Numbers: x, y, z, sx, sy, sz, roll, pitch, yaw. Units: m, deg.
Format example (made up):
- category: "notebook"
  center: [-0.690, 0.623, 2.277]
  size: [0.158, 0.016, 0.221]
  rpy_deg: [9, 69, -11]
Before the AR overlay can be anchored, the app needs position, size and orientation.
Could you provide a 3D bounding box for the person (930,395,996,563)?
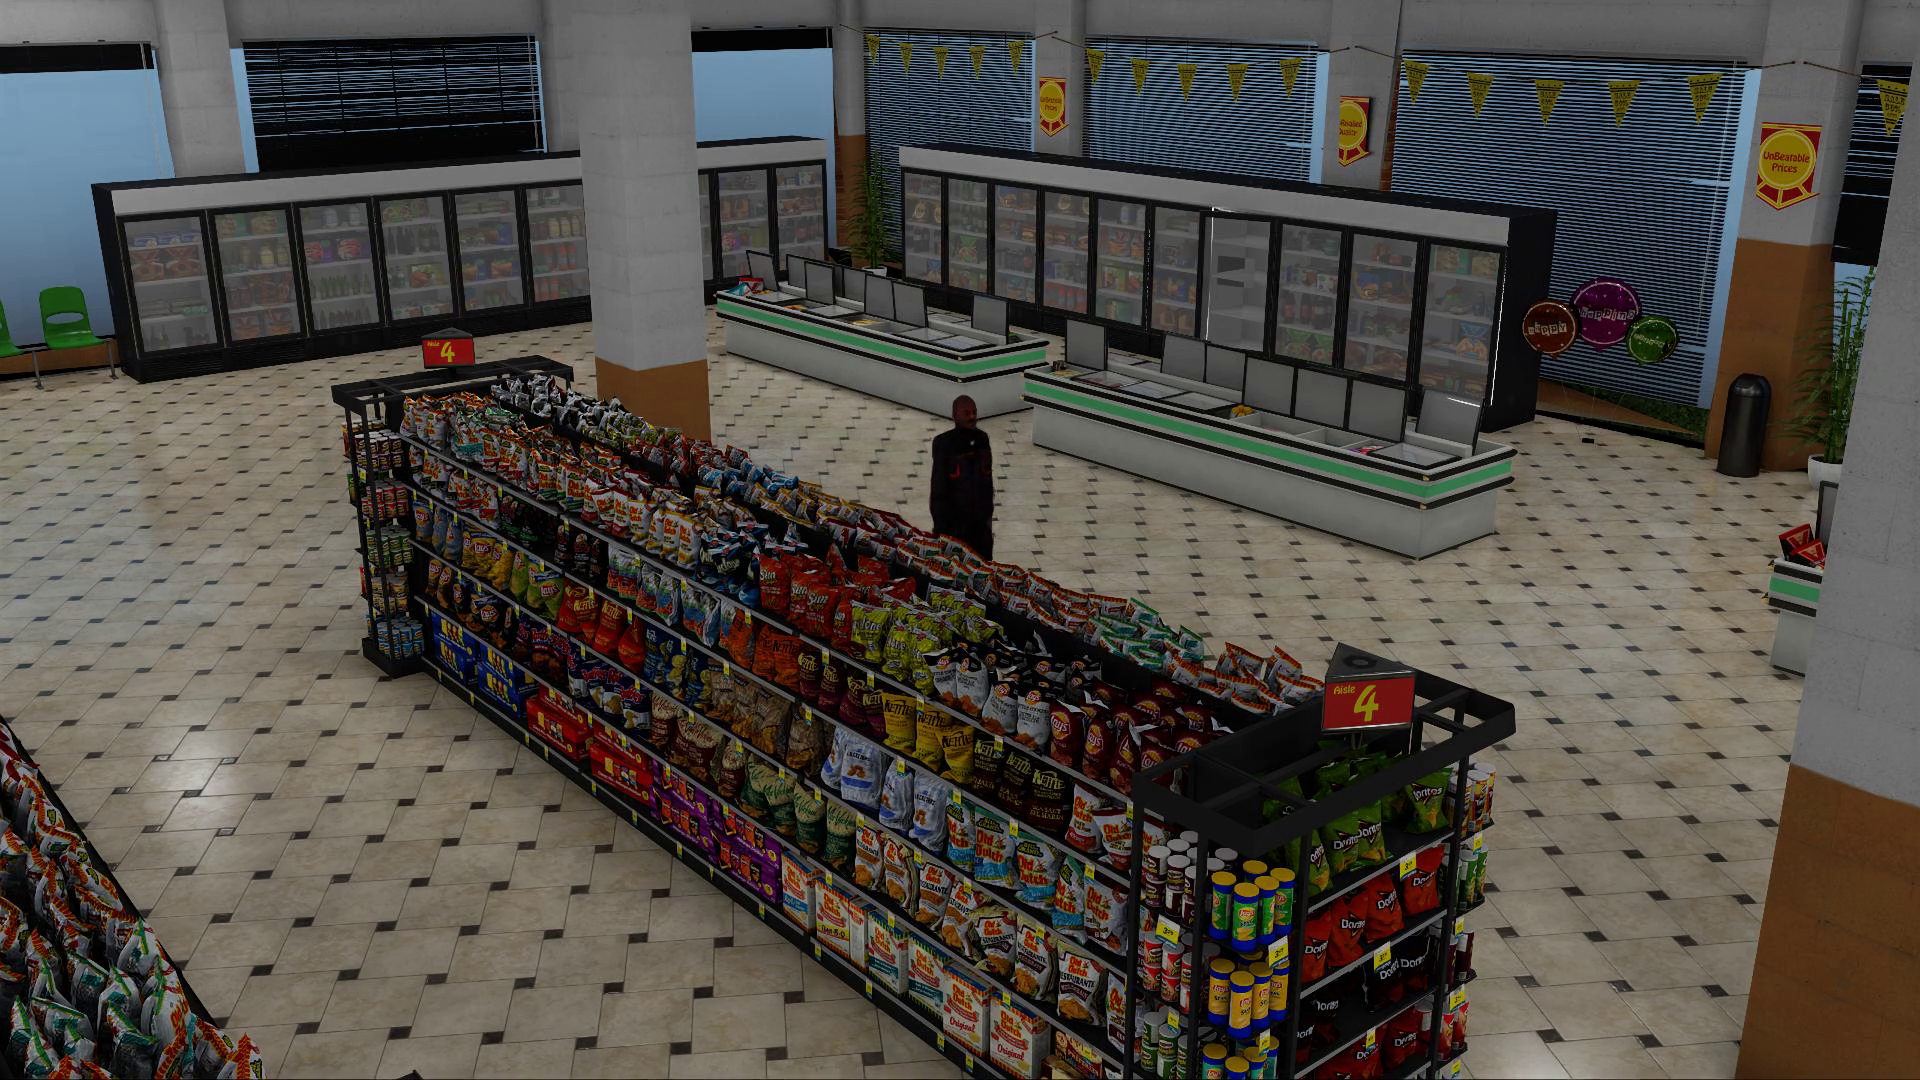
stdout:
- category: "person"
  center: [-0.016, -0.184, 12.217]
  size: [0.804, 1.795, 1.178]
  rpy_deg: [-11, 22, -31]
